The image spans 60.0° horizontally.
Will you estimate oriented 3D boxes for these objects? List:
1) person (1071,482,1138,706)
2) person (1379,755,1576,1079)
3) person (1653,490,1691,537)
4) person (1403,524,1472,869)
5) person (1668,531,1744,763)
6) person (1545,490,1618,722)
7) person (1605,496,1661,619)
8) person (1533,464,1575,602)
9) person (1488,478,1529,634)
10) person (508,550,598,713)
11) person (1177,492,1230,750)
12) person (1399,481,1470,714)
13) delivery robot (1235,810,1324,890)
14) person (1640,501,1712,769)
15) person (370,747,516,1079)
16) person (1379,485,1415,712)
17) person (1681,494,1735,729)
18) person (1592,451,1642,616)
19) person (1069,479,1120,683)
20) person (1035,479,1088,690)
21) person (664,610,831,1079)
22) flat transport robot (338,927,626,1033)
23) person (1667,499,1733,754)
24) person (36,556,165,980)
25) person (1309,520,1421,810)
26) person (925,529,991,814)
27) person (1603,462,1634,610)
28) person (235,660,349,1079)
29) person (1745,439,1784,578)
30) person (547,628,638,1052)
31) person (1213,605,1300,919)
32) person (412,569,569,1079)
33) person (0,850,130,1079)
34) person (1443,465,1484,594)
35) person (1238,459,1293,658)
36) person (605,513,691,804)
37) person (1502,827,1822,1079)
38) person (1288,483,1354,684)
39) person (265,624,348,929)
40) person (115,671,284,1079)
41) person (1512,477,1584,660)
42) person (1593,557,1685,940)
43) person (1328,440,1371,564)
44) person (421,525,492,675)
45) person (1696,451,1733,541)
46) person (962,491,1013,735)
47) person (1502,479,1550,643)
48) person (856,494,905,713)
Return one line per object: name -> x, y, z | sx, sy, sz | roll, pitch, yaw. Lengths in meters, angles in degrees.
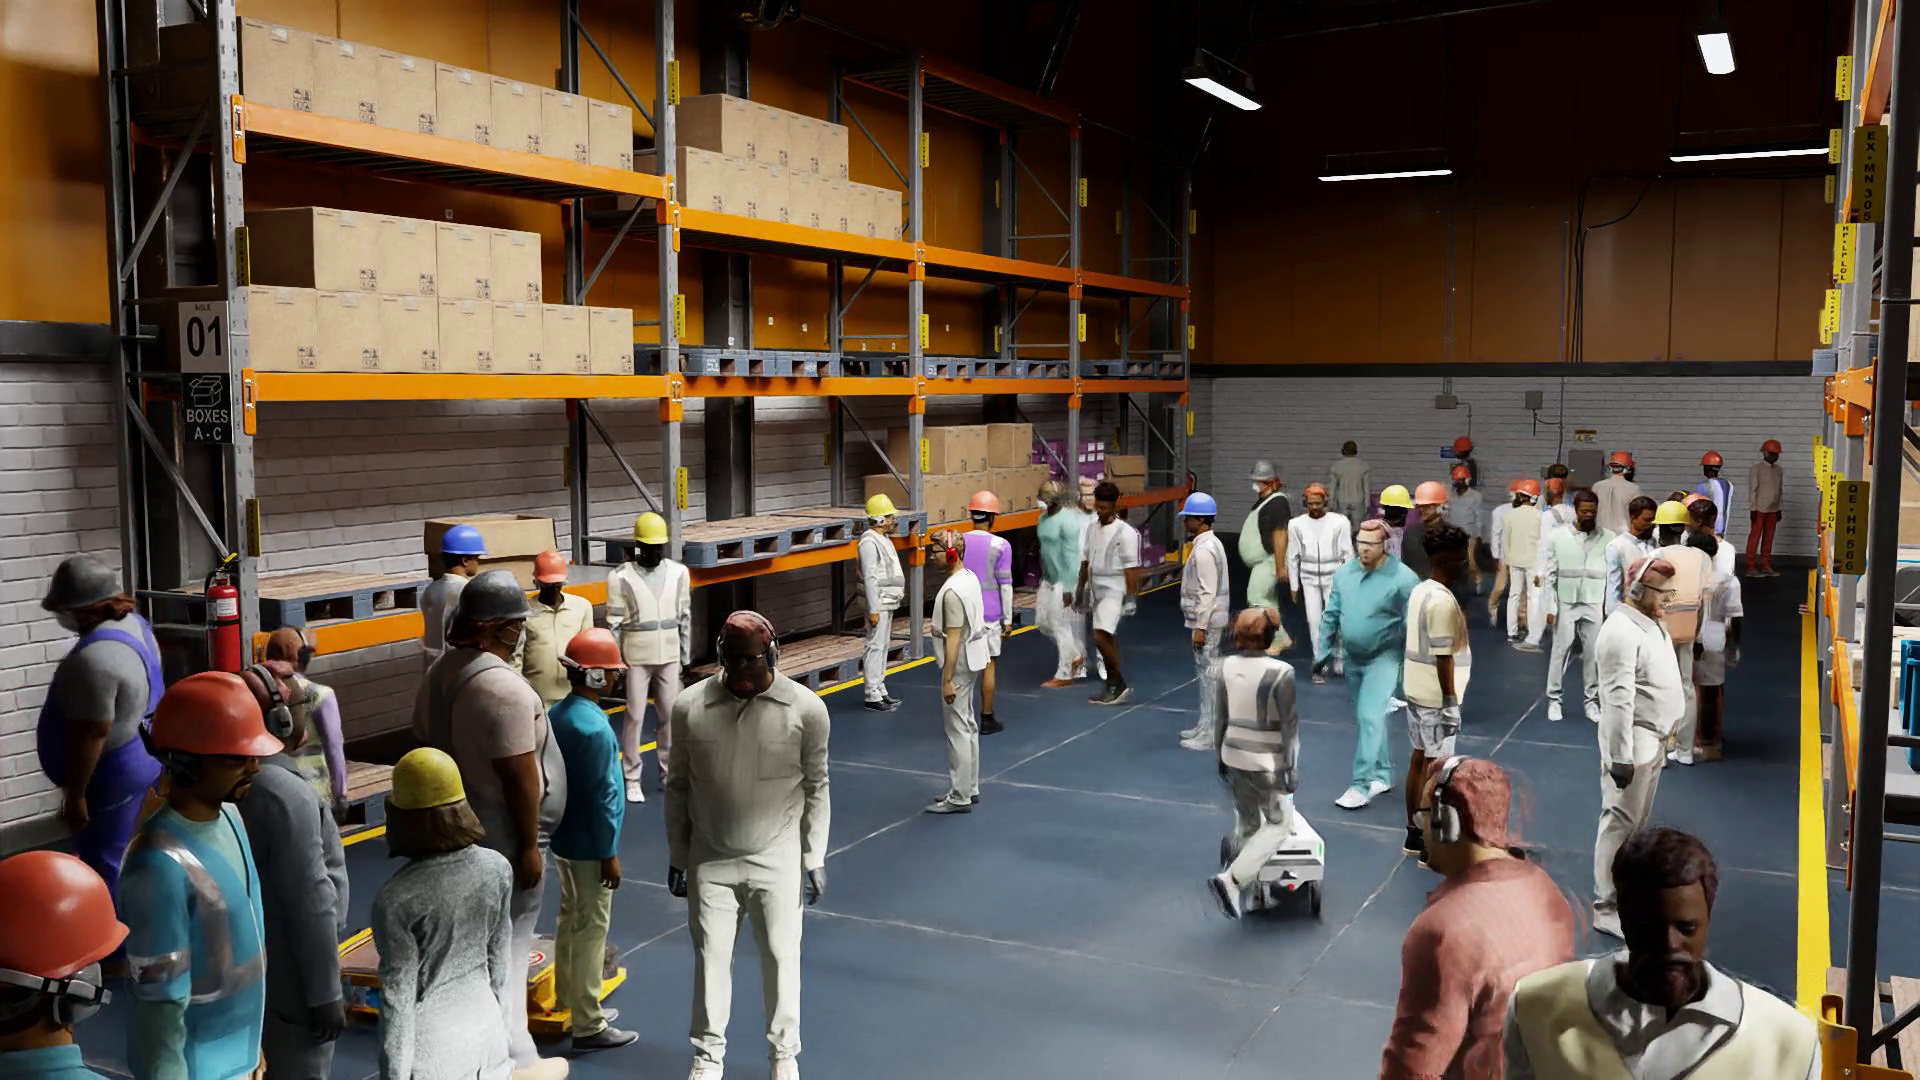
person -> 1.245, 0.463, 14.223 | 0.456, 1.938, 0.644 | -3, 6, -25
person -> 1.245, 1.457, 4.033 | 0.961, 1.854, 0.711 | 4, 7, 36
person -> 6.052, 0.516, 14.039 | 0.322, 1.871, 0.531 | -3, 6, -26
person -> 2.733, 0.887, 9.529 | 0.369, 1.967, 0.601 | 0, 5, 2
person -> 5.434, 0.777, 12.208 | 0.568, 1.680, 0.352 | 5, 7, 42
person -> 5.076, 0.540, 13.606 | 0.589, 1.909, 0.405 | 1, 5, 6
person -> 5.213, 0.607, 12.880 | 0.601, 1.905, 0.386 | -3, 6, -31
person -> 7.008, 0.015, 19.629 | 0.630, 1.836, 0.429 | -2, 6, -22
person -> 6.184, 0.163, 18.549 | 0.580, 1.730, 0.710 | 0, 5, -2
person -> -2.535, 0.921, 10.383 | 0.573, 1.738, 0.354 | -3, 6, -31
person -> 1.837, 0.612, 12.582 | 0.402, 1.949, 0.605 | 1, 5, 12
person -> 3.797, 0.514, 13.453 | 0.424, 1.981, 0.611 | -4, 6, -34
delivery robot -> 1.699, 1.599, 8.874 | 0.477, 0.478, 0.707 | 0, 5, -2
person -> 5.095, 0.680, 11.963 | 0.594, 1.925, 0.369 | -2, 6, -17
person -> -1.465, 1.448, 4.695 | 0.312, 1.741, 0.487 | 3, 6, 28
person -> 3.626, 0.493, 14.055 | 0.393, 1.919, 0.582 | 4, 7, 37
person -> 5.656, 0.606, 12.807 | 0.427, 1.926, 0.552 | -4, 6, -35
person -> 7.713, -0.051, 19.541 | 0.616, 1.986, 0.407 | 5, 7, 45
person -> 1.182, 0.381, 15.378 | 0.663, 1.881, 0.719 | 0, 5, 3
person -> 0.906, 0.398, 15.048 | 0.477, 1.918, 0.670 | -3, 6, -26
person -> -0.819, 1.213, 6.367 | 0.639, 1.904, 0.407 | 0, 5, 1
flat transport robot -> -2.280, 1.925, 7.379 | 1.431, 0.197, 0.652 | 1, 5, 12
person -> 5.576, 0.647, 12.457 | 0.409, 1.907, 0.598 | 5, 7, 44
person -> -3.926, 1.028, 7.612 | 0.541, 2.000, 0.732 | -1, 5, -9
person -> 2.613, 0.809, 10.878 | 0.889, 1.872, 0.657 | -4, 7, -37
person -> -0.008, 0.843, 10.717 | 0.394, 1.836, 0.560 | 1, 5, 9
person -> 7.914, -0.039, 20.011 | 0.371, 1.874, 0.664 | -1, 5, -8
person -> -2.095, 1.322, 5.146 | 0.643, 1.913, 0.410 | 4, 7, 39
person -> 11.549, -0.448, 23.807 | 0.615, 1.985, 0.413 | -2, 6, -25
person -> -1.538, 1.236, 6.959 | 0.353, 1.743, 0.564 | -3, 6, -30
person -> 1.475, 1.150, 8.506 | 0.537, 1.621, 0.524 | -4, 7, -38
person -> -1.822, 1.122, 6.605 | 0.688, 2.000, 0.536 | 5, 7, 44
person -> -1.498, 1.501, 2.758 | 0.611, 1.996, 0.379 | 0, 5, 0
person -> 6.485, -0.103, 21.405 | 0.583, 1.731, 0.576 | -5, 7, -43
person -> 3.065, 0.185, 16.689 | 0.540, 2.000, 0.685 | 0, 5, 4
person -> -2.047, 0.775, 11.015 | 0.593, 1.918, 0.384 | -4, 6, -33
person -> 1.377, 1.494, 3.326 | 0.590, 1.909, 0.477 | 3, 6, 25
person -> 3.337, 0.395, 15.353 | 0.627, 1.862, 0.503 | 2, 6, 21
person -> -3.209, 1.210, 7.948 | 0.526, 1.608, 0.779 | 2, 6, 19
person -> -1.943, 1.344, 4.317 | 0.420, 2.031, 0.605 | -1, 5, -9
person -> 6.075, 0.283, 16.769 | 0.586, 1.838, 1.010 | -5, 7, -43
person -> 3.407, 1.031, 8.333 | 0.402, 1.899, 0.652 | 4, 6, 34
person -> 5.875, -0.539, 25.102 | 0.627, 1.930, 0.401 | 1, 5, 12
person -> -2.932, 0.878, 9.778 | 0.410, 1.937, 0.610 | -5, 7, -42
person -> 9.297, -0.130, 20.625 | 0.545, 1.939, 0.354 | -3, 6, -26
person -> 0.168, 0.576, 13.131 | 0.550, 1.923, 0.391 | 2, 6, 23
person -> 6.065, 0.227, 17.760 | 0.324, 1.752, 0.562 | -4, 7, -39
person -> -0.668, 0.530, 14.055 | 0.404, 1.836, 0.600 | 1, 5, 8
